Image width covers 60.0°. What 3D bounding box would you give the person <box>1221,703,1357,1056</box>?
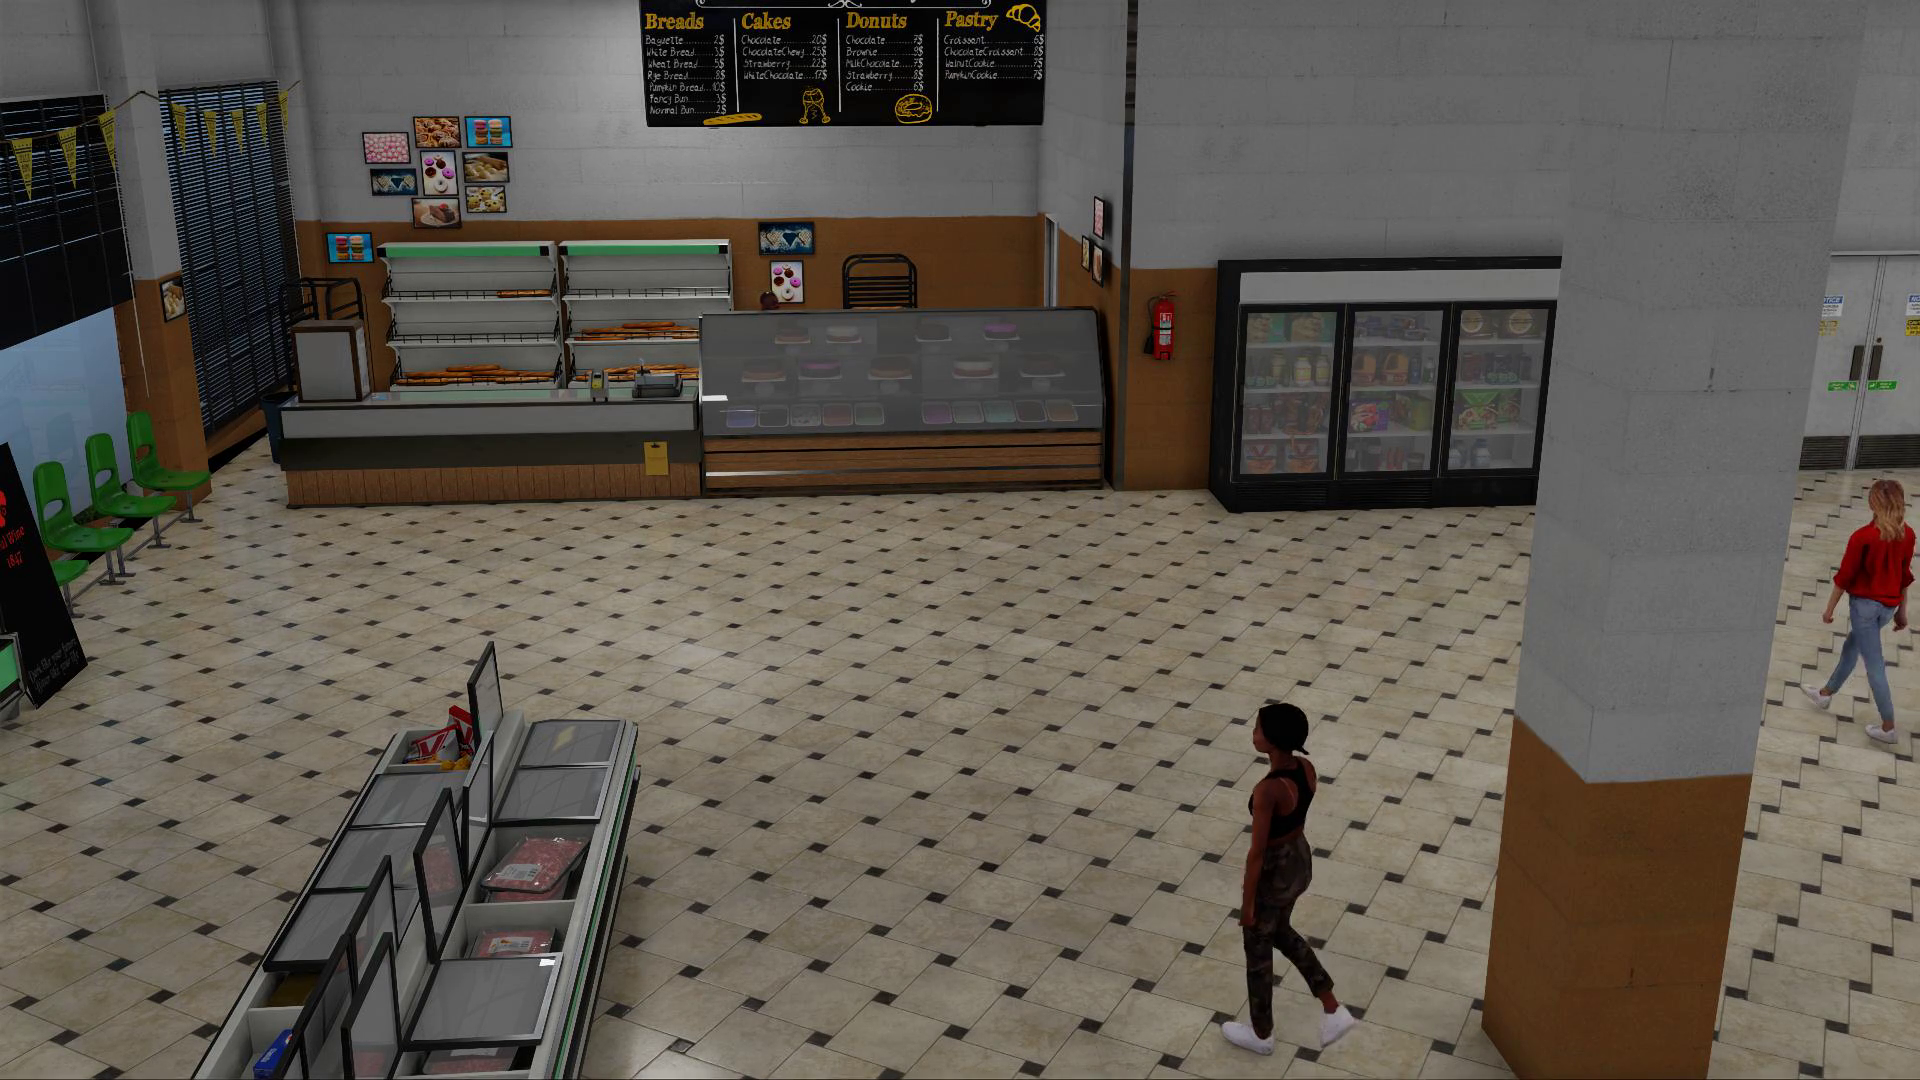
[{"bbox_3d":[1.452,1.516,7.212,0.946,1.682,0.872,15,23,41],"label":"person"}]

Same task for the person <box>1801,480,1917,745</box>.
[{"bbox_3d":[5.873,0.494,10.627,0.740,1.655,1.142,-4,17,-12],"label":"person"}]
